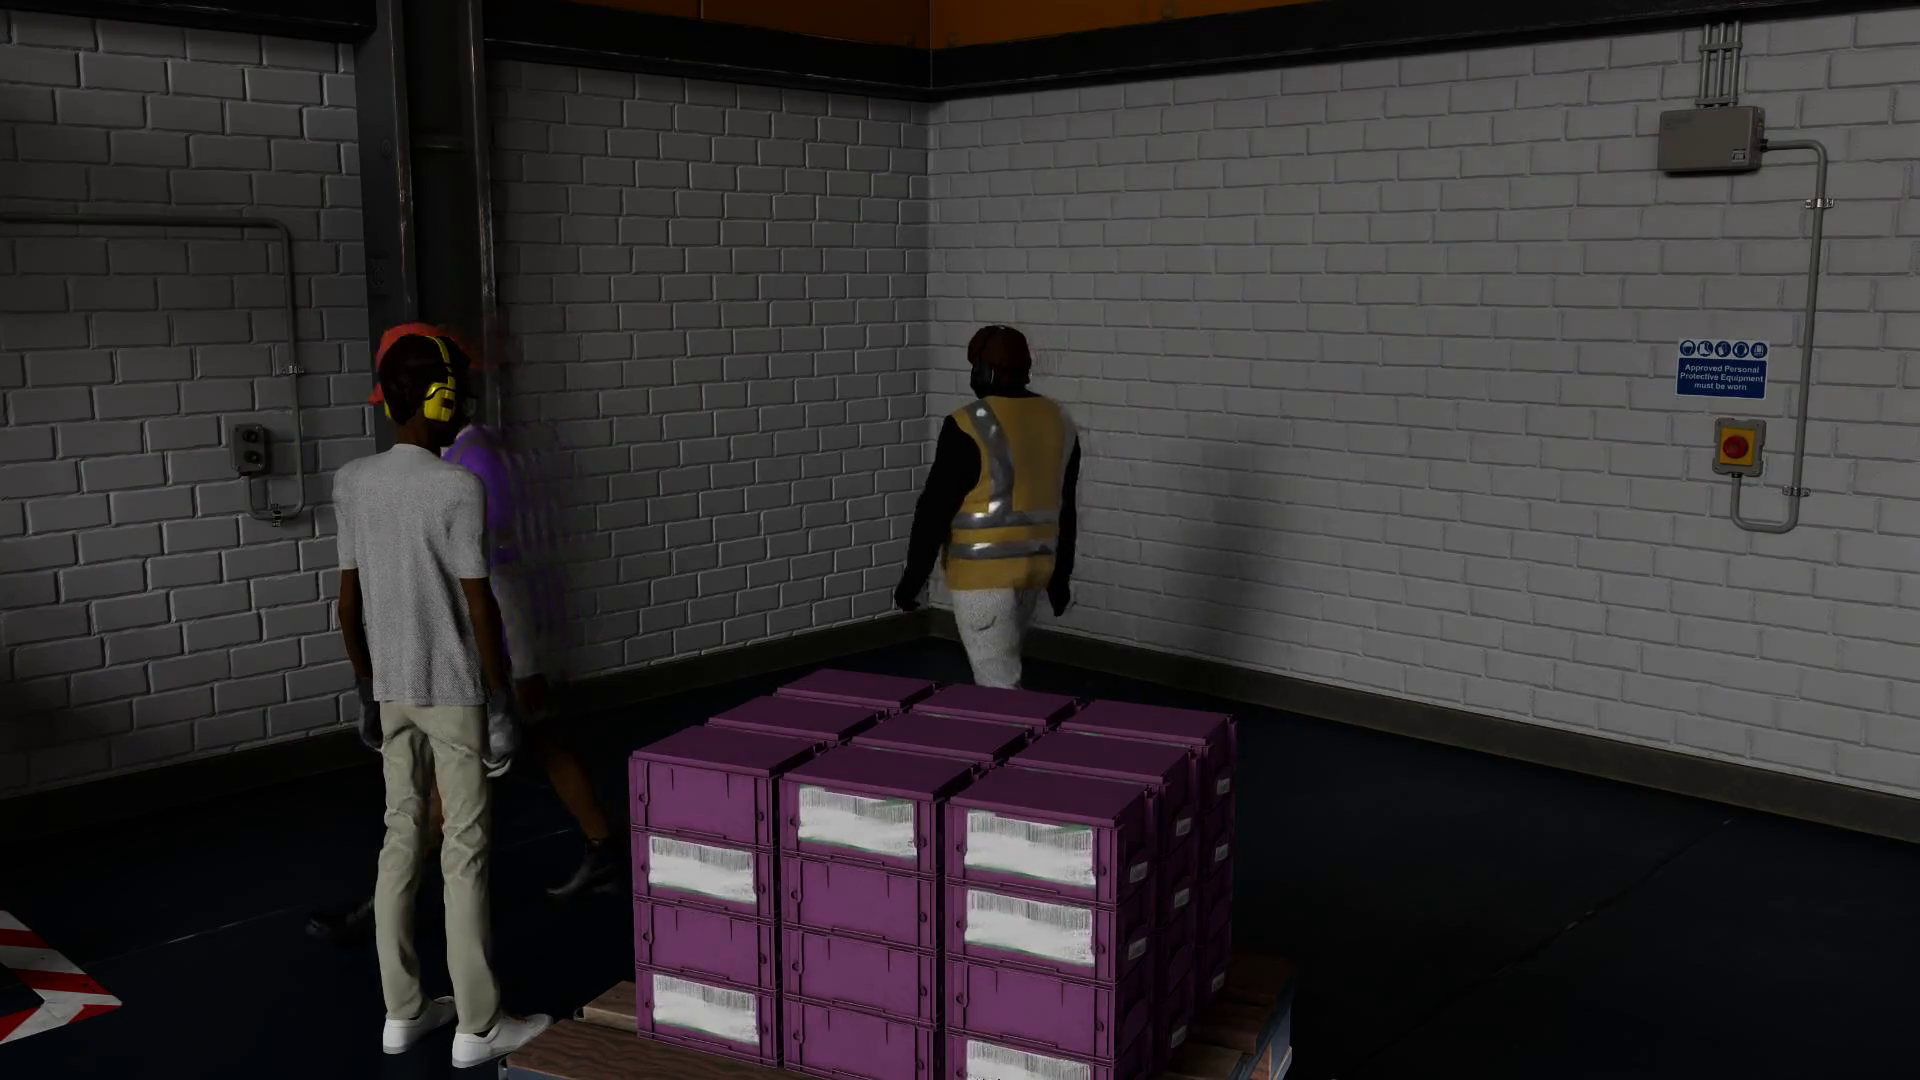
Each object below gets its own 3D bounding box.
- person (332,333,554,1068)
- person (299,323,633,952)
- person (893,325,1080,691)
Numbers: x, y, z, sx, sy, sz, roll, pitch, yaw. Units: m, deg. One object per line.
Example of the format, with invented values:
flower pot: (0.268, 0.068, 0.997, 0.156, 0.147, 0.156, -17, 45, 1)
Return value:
person: (-1.337, 0.410, 4.245, 0.521, 1.865, 0.327, 4, 10, 25)
person: (-1.469, 0.285, 5.016, 1.031, 1.865, 0.619, -4, 10, -22)
person: (0.048, 0.122, 6.158, 0.697, 1.822, 0.637, 9, 13, 43)
